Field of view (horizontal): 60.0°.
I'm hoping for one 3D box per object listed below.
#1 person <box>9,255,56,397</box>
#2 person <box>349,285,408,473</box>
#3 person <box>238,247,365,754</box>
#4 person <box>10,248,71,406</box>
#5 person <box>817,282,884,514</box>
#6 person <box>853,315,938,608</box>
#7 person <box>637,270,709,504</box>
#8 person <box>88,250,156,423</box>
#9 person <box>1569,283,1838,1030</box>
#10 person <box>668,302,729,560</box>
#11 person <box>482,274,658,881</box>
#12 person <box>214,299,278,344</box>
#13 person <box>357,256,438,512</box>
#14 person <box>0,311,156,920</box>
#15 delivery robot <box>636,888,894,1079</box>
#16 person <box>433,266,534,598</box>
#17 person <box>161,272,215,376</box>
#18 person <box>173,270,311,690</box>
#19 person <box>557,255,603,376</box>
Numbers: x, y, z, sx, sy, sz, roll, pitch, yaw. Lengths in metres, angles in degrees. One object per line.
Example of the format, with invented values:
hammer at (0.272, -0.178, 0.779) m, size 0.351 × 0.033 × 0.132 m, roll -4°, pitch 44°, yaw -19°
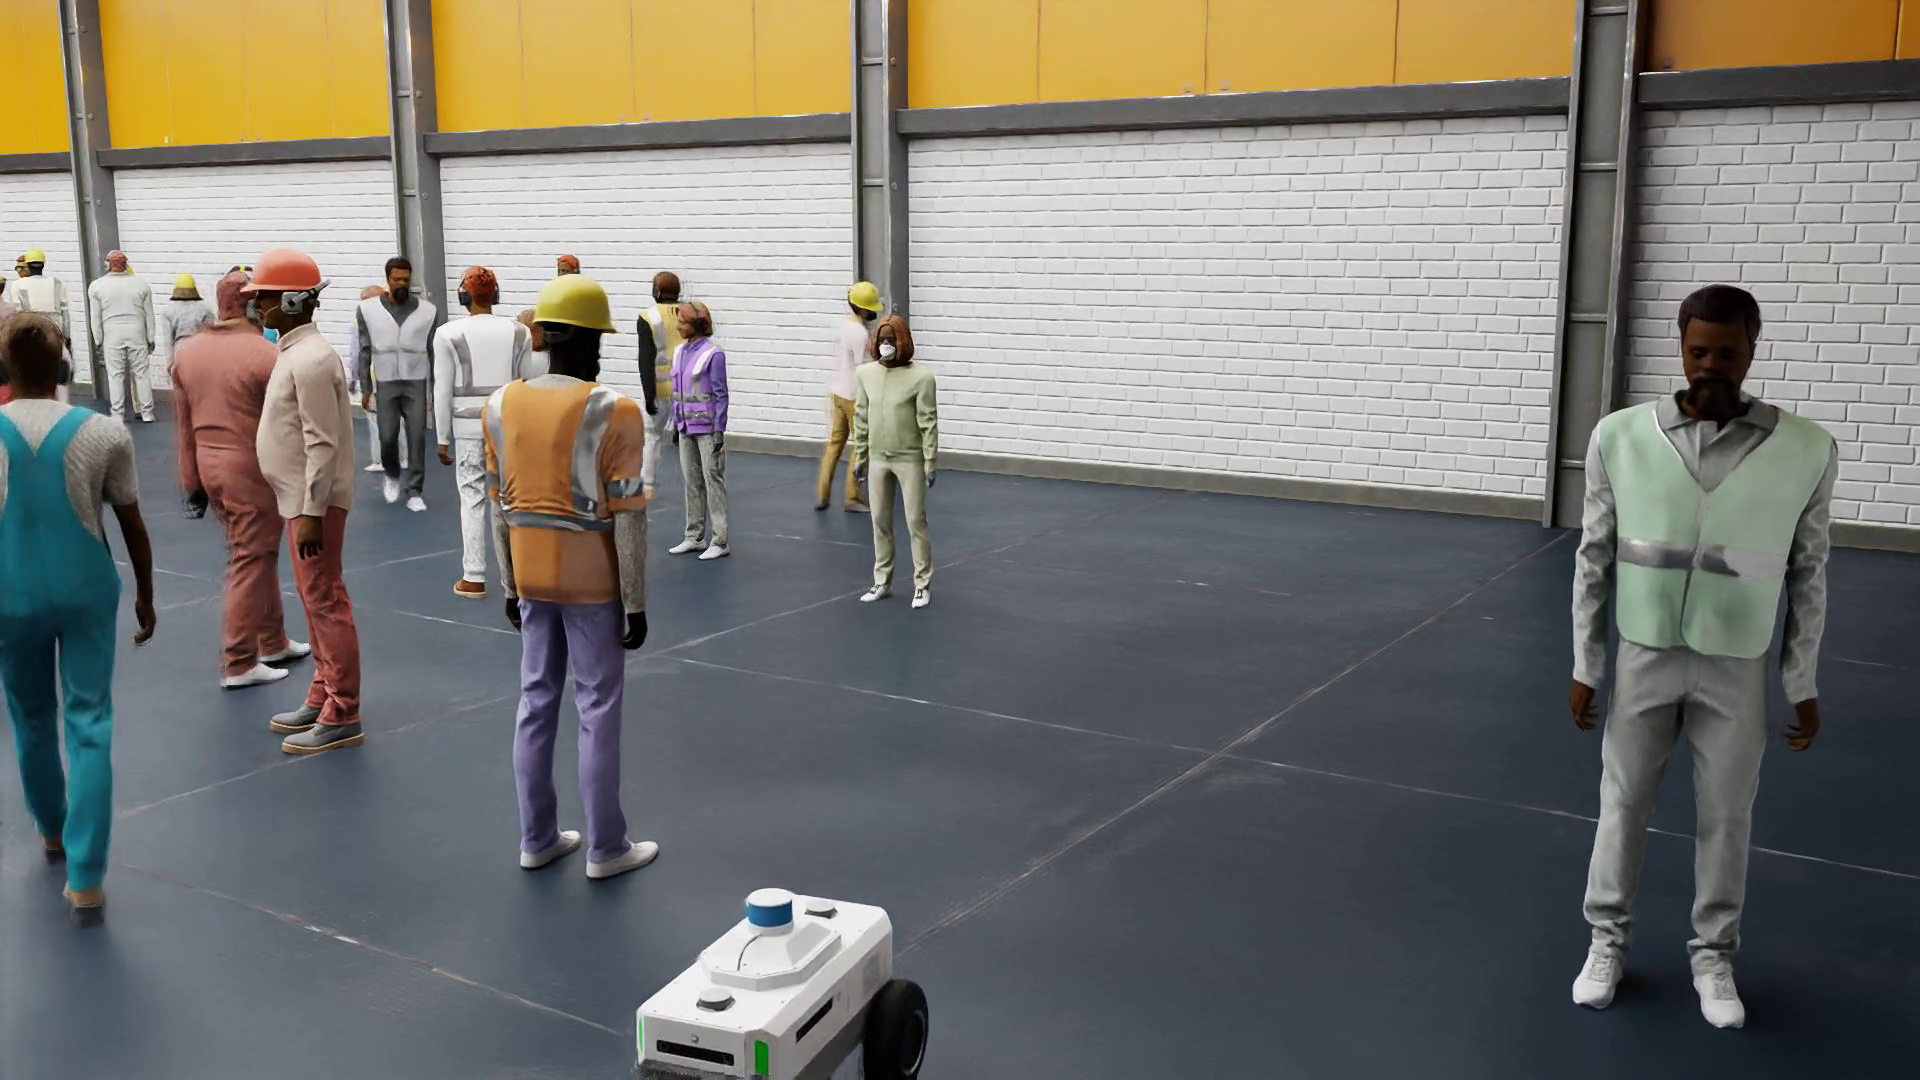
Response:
person at (-10.933, -2.423, 19.598) m, size 0.508 × 1.846 × 0.345 m, roll 0°, pitch 10°, yaw -1°
person at (-5.049, -1.401, 14.526) m, size 0.529 × 1.636 × 0.316 m, roll -9°, pitch 13°, yaw -40°
person at (-2.604, -0.157, 6.627) m, size 0.381 × 1.994 × 0.615 m, roll -5°, pitch 12°, yaw -27°
person at (-10.625, -2.401, 19.256) m, size 0.594 × 1.922 × 0.386 m, roll -9°, pitch 13°, yaw -40°
person at (-0.840, -1.045, 12.327) m, size 0.471 × 1.724 × 0.641 m, roll -3°, pitch 11°, yaw -18°
person at (-0.350, -0.428, 9.180) m, size 0.510 × 1.623 × 0.325 m, roll 5°, pitch 12°, yaw 27°
person at (-2.200, -1.170, 12.803) m, size 0.624 × 1.803 × 0.965 m, roll -9°, pitch 13°, yaw -40°
person at (-9.210, -2.226, 18.325) m, size 0.641 × 1.913 × 0.408 m, roll -6°, pitch 12°, yaw -32°
person at (1.899, 0.301, 4.315) m, size 0.602 × 1.914 × 0.374 m, roll 4°, pitch 11°, yaw 23°
person at (-1.659, -0.692, 10.584) m, size 0.310 × 1.636 × 0.522 m, roll -10°, pitch 14°, yaw -44°
person at (-1.218, 0.126, 5.284) m, size 0.580 × 1.918 × 0.391 m, roll 5°, pitch 11°, yaw 24°
person at (-5.300, -1.059, 12.296) m, size 0.575 × 1.748 × 0.337 m, roll 3°, pitch 11°, yaw 16°
person at (-4.176, -1.165, 12.452) m, size 0.606 × 1.903 × 0.437 m, roll -5°, pitch 11°, yaw -25°
person at (-2.798, 0.201, 5.172) m, size 0.532 × 1.799 × 0.935 m, roll -5°, pitch 11°, yaw -25°
delivery robot at (-0.425, 1.033, 3.756) m, size 0.477 × 0.478 × 0.707 m, roll 4°, pitch 11°, yaw 20°
person at (-2.691, -0.609, 9.462) m, size 0.578 × 1.878 × 0.349 m, roll -7°, pitch 13°, yaw -35°
person at (-7.643, -1.803, 16.531) m, size 0.493 × 1.714 × 0.803 m, roll -4°, pitch 11°, yaw -21°
person at (-3.161, -0.280, 7.623) m, size 0.659 × 1.890 × 0.654 m, roll 6°, pitch 12°, yaw 29°
person at (-3.607, -1.702, 15.504) m, size 0.576 × 1.882 × 0.362 m, roll 3°, pitch 11°, yaw 15°
